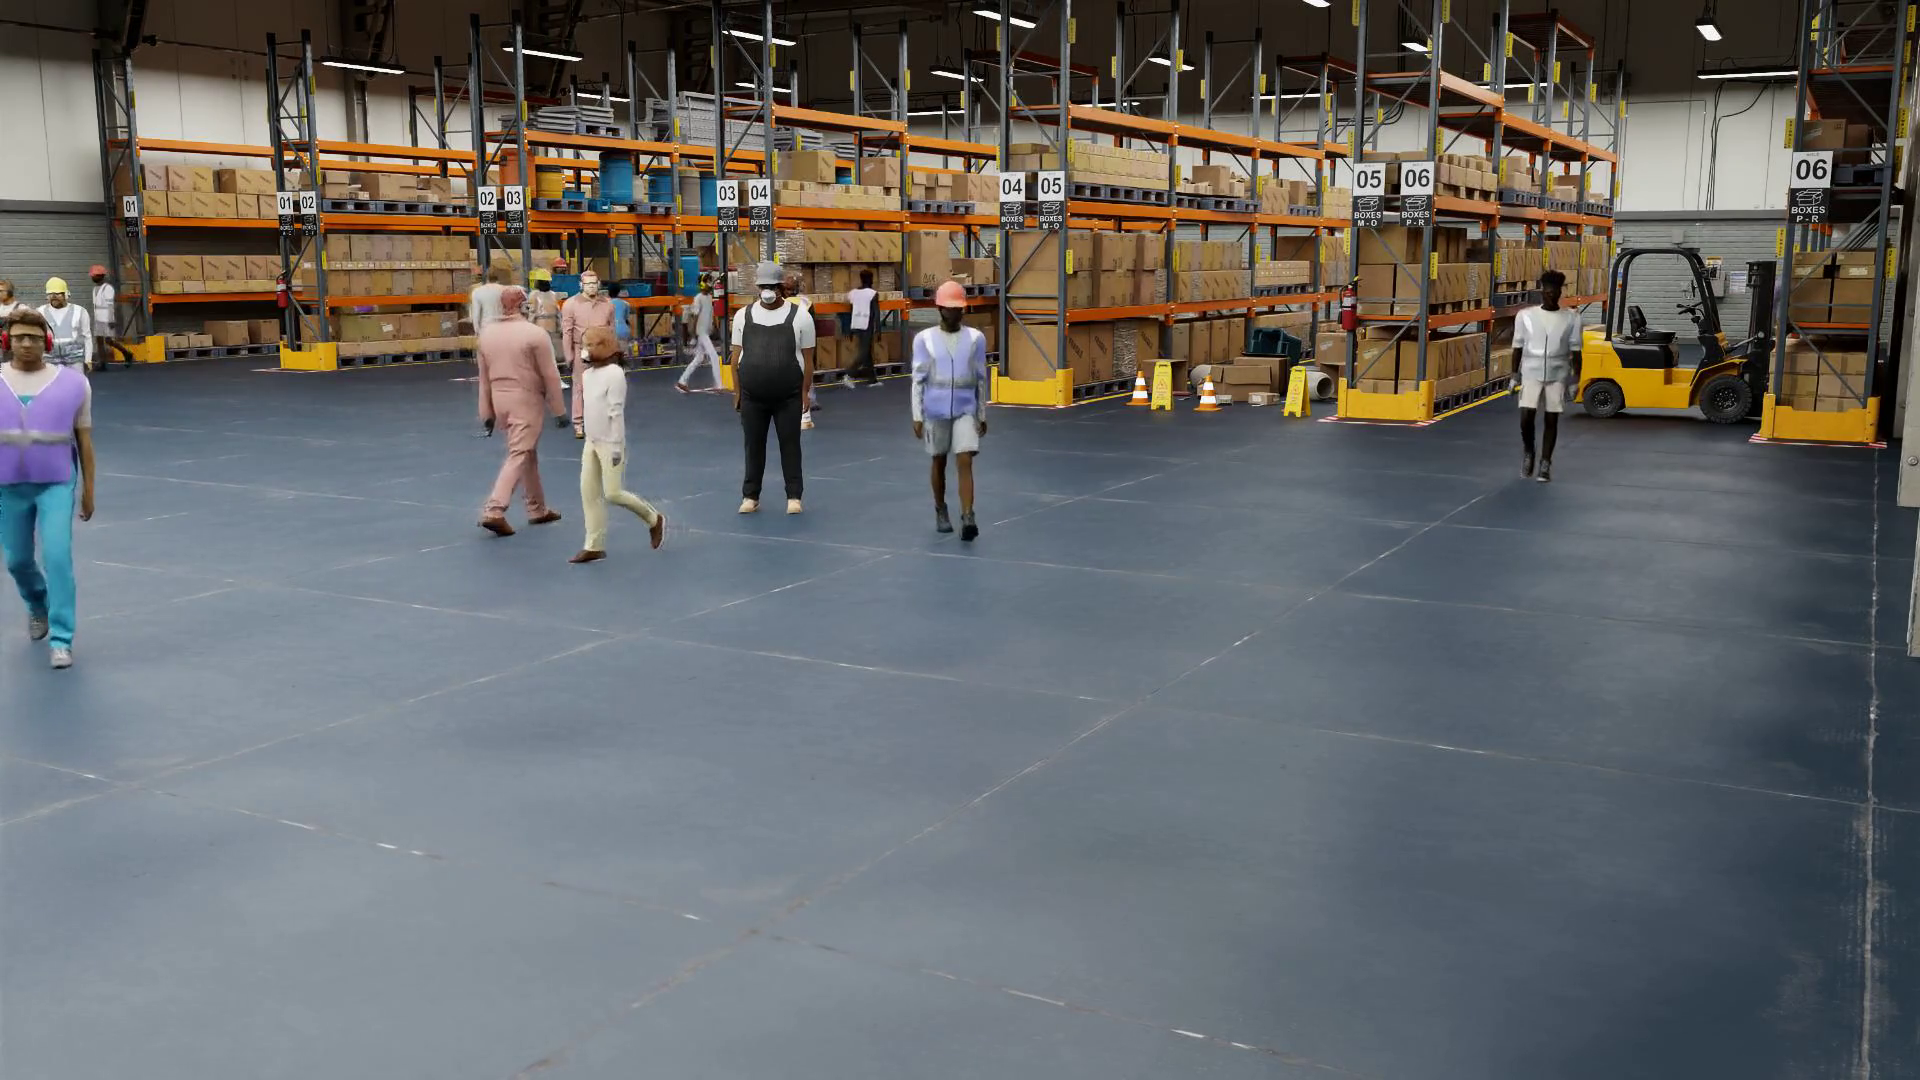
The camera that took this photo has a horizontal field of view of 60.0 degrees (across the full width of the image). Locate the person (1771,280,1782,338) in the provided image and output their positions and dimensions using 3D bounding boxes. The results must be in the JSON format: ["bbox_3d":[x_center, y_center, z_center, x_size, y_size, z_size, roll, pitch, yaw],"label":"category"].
[{"bbox_3d":[16.495,-4.666,34.015,0.589,1.878,0.760,5,11,26],"label":"person"}]

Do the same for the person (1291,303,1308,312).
[{"bbox_3d":[8.044,-5.684,39.894,0.852,1.904,0.667,3,10,16],"label":"person"}]

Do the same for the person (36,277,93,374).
[{"bbox_3d":[-10.255,-2.080,19.028,0.600,1.829,0.404,-3,10,-17],"label":"person"}]

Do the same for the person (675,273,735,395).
[{"bbox_3d":[-3.869,-3.086,24.951,0.966,1.825,0.514,1,10,8],"label":"person"}]

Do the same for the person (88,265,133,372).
[{"bbox_3d":[-15.326,-3.979,29.898,0.560,1.923,0.692,5,11,28],"label":"person"}]

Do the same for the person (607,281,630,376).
[{"bbox_3d":[-5.444,-3.275,26.421,0.538,1.686,0.471,-9,13,-42],"label":"person"}]

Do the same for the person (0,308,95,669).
[{"bbox_3d":[-4.759,-0.286,8.574,0.579,1.819,0.790,-4,10,-20],"label":"person"}]

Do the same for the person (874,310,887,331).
[{"bbox_3d":[-1.665,-4.265,31.798,0.606,1.831,0.986,6,11,29],"label":"person"}]

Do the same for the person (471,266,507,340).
[{"bbox_3d":[-7.187,-3.255,25.654,0.633,1.922,0.640,-6,11,-31],"label":"person"}]

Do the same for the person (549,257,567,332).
[{"bbox_3d":[-7.391,-4.195,30.782,0.365,2.048,0.608,8,13,40],"label":"person"}]

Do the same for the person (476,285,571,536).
[{"bbox_3d":[-3.341,-0.984,12.538,0.651,1.862,0.986,6,11,31],"label":"person"}]

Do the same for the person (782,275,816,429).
[{"bbox_3d":[-2.024,-2.242,19.947,0.624,1.844,0.430,1,10,7],"label":"person"}]

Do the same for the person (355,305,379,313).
[{"bbox_3d":[-12.631,-4.892,35.349,0.564,1.889,1.008,7,12,37],"label":"person"}]

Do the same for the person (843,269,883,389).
[{"bbox_3d":[-1.535,-3.321,26.162,0.602,1.888,0.929,9,13,41],"label":"person"}]

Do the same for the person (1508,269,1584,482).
[{"bbox_3d":[5.352,-1.489,15.210,0.645,1.949,0.465,3,10,20],"label":"person"}]

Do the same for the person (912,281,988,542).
[{"bbox_3d":[-0.067,-0.936,12.170,0.576,1.881,1.004,-1,10,-6],"label":"person"}]

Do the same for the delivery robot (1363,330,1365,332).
[{"bbox_3d":[8.932,-4.685,37.737,0.707,0.478,0.477,0,10,2],"label":"delivery robot"}]

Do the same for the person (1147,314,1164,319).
[{"bbox_3d":[4.155,-4.798,34.952,0.660,1.825,0.537,8,13,39],"label":"person"}]

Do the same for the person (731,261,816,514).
[{"bbox_3d":[-1.515,-1.221,13.386,0.684,2.000,0.538,0,10,2],"label":"person"}]

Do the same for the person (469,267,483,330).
[{"bbox_3d":[-8.563,-4.022,30.194,0.568,1.895,0.899,2,10,13],"label":"person"}]

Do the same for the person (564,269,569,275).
[{"bbox_3d":[-7.902,-4.517,33.330,0.597,1.822,0.988,4,10,22],"label":"person"}]

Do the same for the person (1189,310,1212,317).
[{"bbox_3d":[5.153,-4.883,35.588,0.645,1.794,0.971,7,12,36],"label":"person"}]

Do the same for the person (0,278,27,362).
[{"bbox_3d":[-10.940,-2.087,19.117,0.521,1.810,0.842,3,10,15],"label":"person"}]

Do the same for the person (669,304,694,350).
[{"bbox_3d":[-5.744,-4.827,34.522,0.625,2.032,0.552,4,11,23],"label":"person"}]

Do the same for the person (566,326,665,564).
[{"bbox_3d":[-2.362,-0.650,11.293,0.622,1.610,0.505,-9,13,-43],"label":"person"}]

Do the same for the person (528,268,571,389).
[{"bbox_3d":[-6.539,-3.319,26.127,0.966,1.888,0.586,4,11,24],"label":"person"}]

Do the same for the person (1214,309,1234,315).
[{"bbox_3d":[5.705,-5.057,36.411,0.555,1.846,0.473,3,10,18],"label":"person"}]

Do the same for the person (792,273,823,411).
[{"bbox_3d":[-2.202,-2.594,21.964,0.655,1.865,0.979,5,11,25],"label":"person"}]

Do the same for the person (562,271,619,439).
[{"bbox_3d":[-4.203,-2.112,18.999,0.652,1.906,0.402,-6,11,-32],"label":"person"}]
